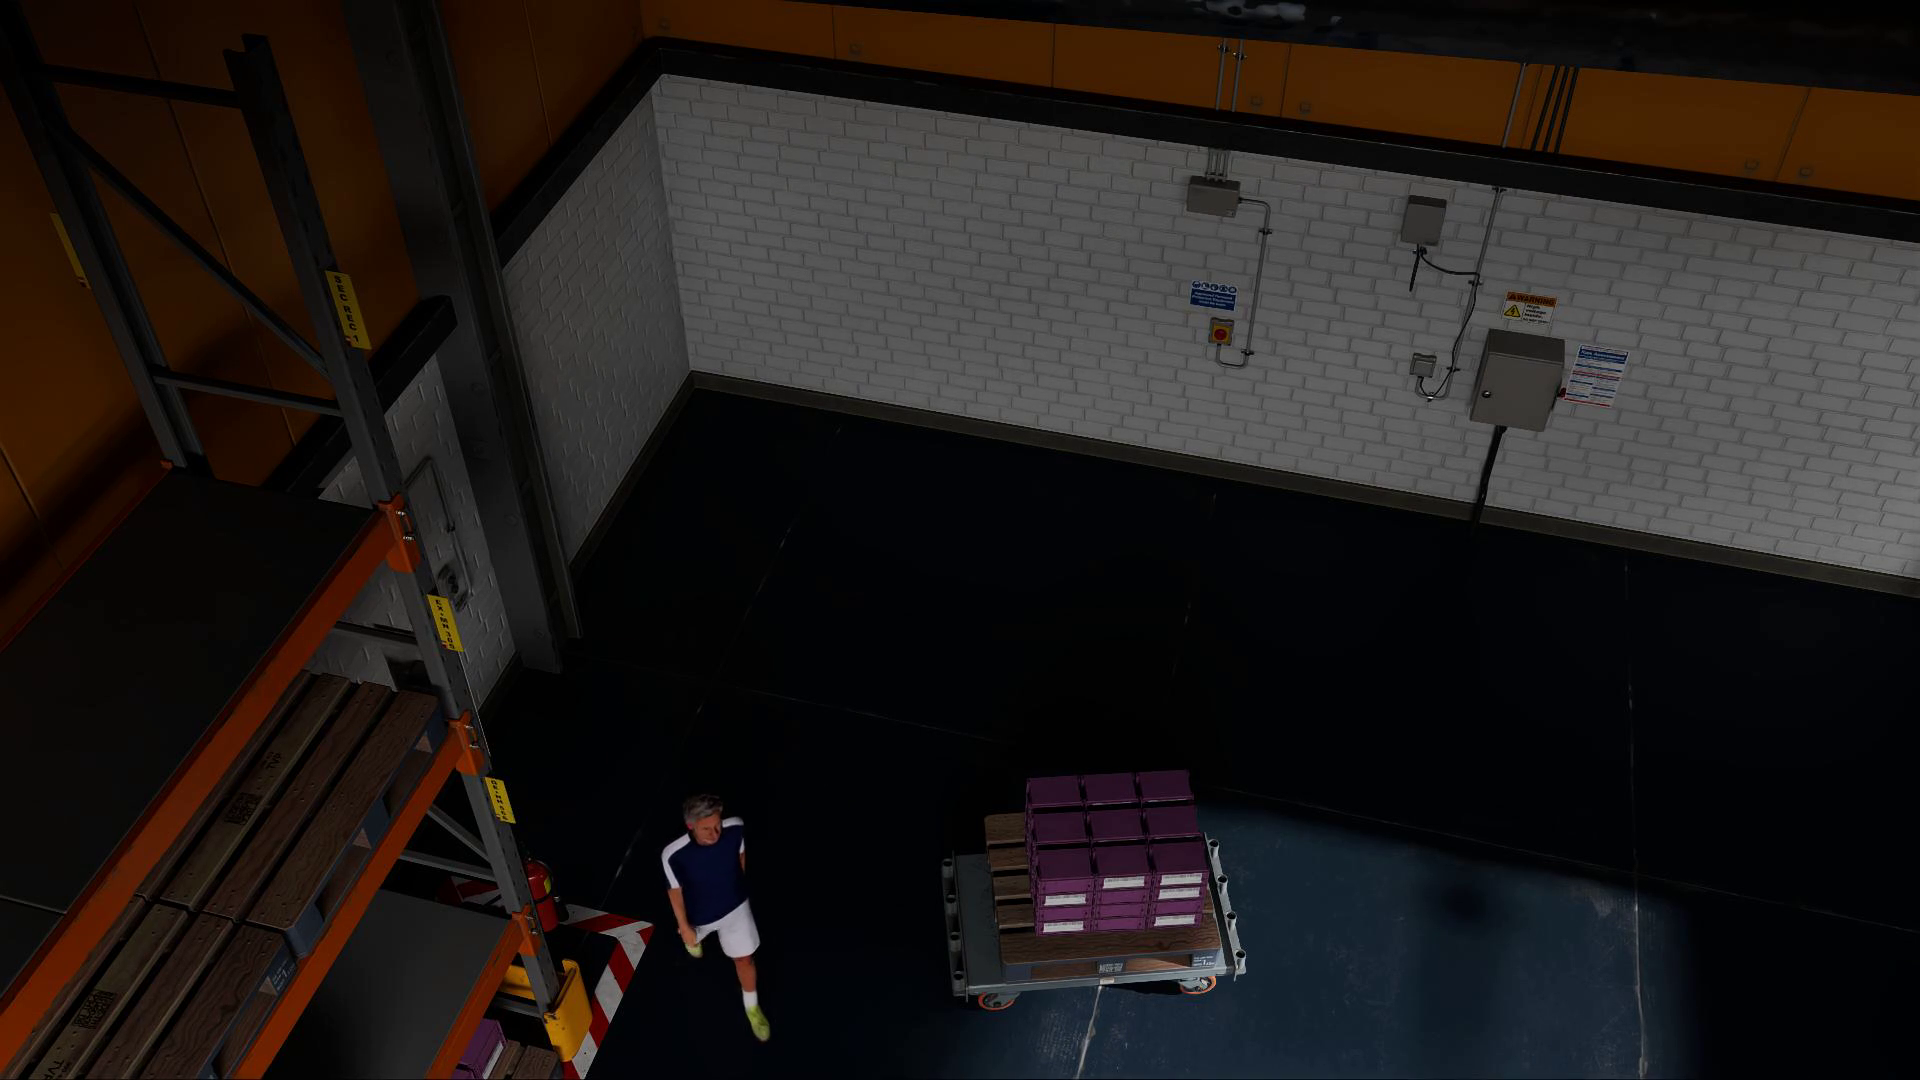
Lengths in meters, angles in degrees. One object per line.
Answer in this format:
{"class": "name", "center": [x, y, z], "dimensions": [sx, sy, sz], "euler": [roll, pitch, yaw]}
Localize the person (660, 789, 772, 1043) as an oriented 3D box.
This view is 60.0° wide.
{"class": "person", "center": [-1.384, 1.889, 8.978], "dimensions": [1.125, 1.805, 1.226], "euler": [-19, 47, -19]}
